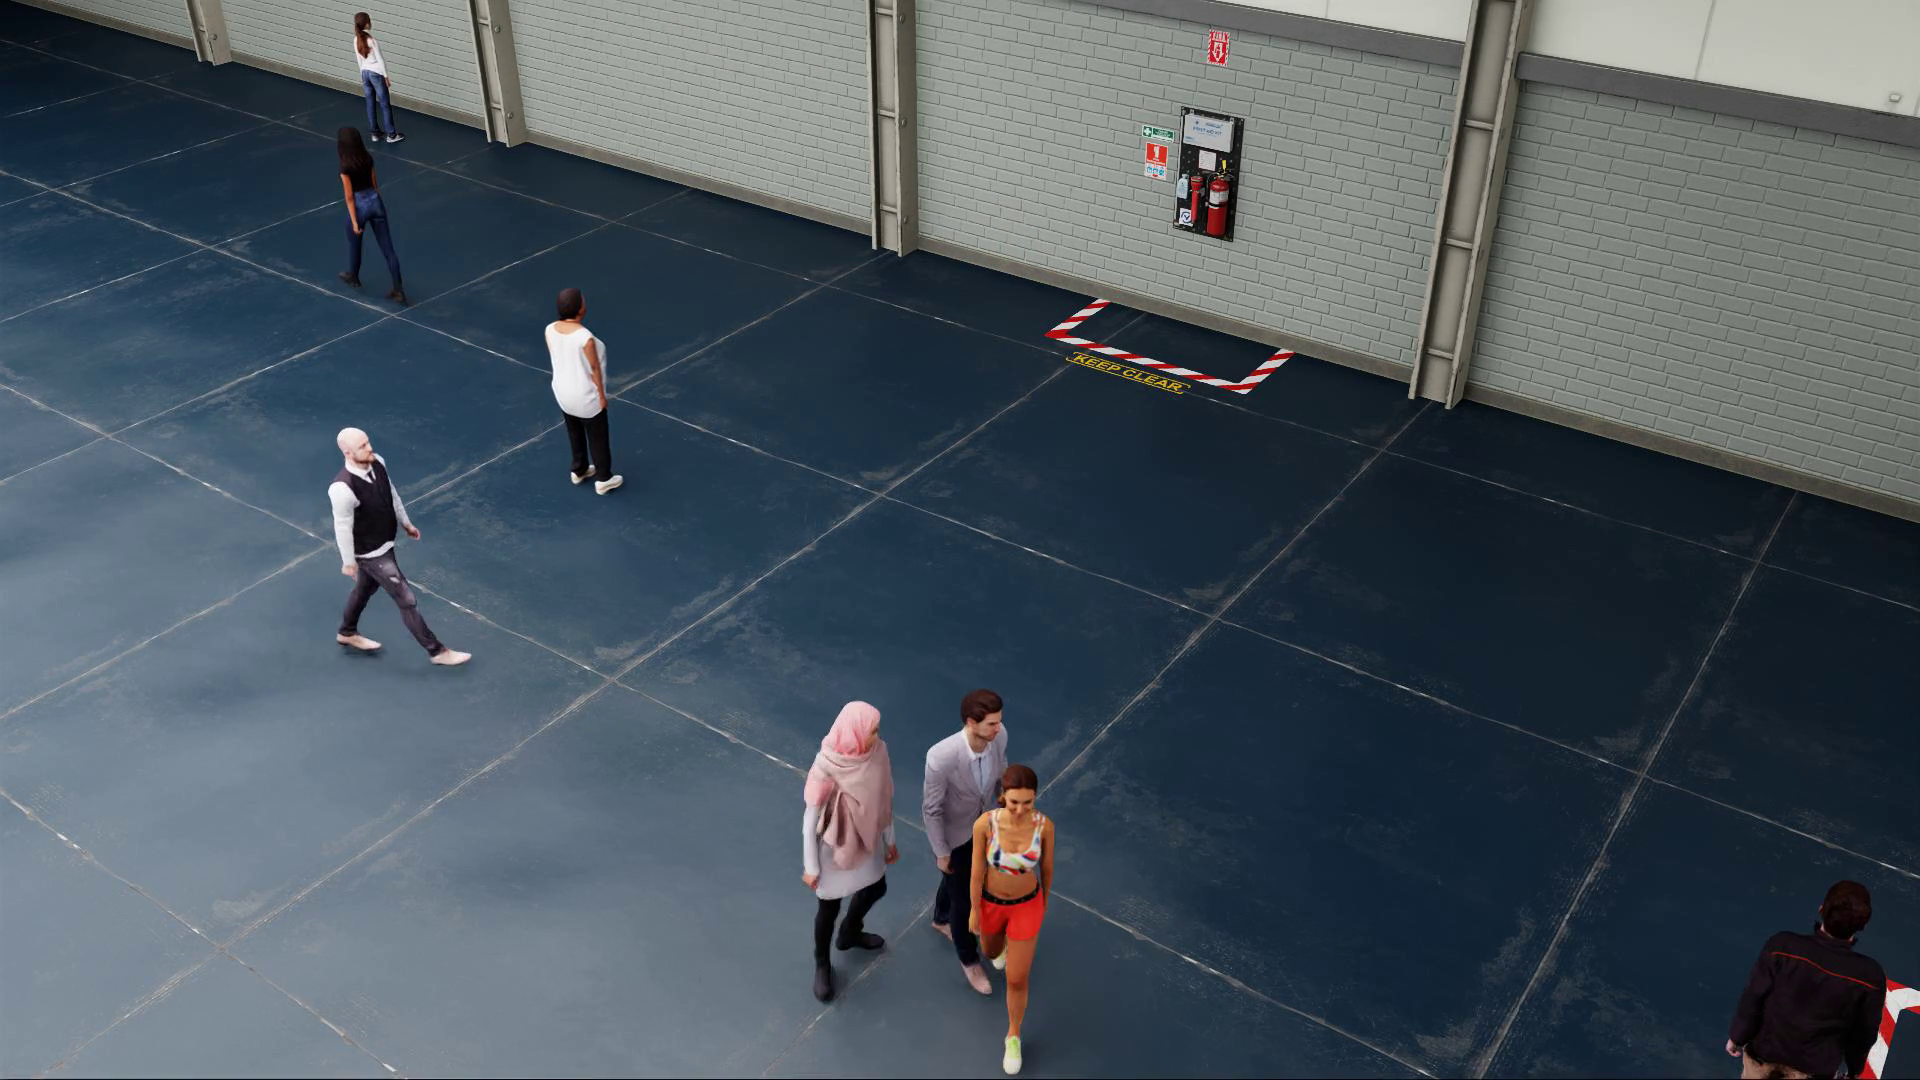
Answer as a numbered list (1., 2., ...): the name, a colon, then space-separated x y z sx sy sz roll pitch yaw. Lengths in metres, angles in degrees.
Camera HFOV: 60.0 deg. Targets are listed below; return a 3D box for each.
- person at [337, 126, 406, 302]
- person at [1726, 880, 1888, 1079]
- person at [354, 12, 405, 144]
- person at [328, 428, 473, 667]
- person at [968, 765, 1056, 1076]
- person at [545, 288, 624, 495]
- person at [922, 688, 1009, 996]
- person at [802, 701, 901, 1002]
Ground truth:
1. person: -5.674 -3.111 16.100 1.084 1.695 0.586 22 38 31
2. person: 3.641 2.314 7.319 1.142 1.889 0.774 20 37 28
3. person: -7.136 -5.627 20.217 0.543 1.558 0.653 10 34 15
4. person: -3.937 0.063 10.996 1.344 1.771 1.111 3 32 5
5. person: 0.237 1.768 8.300 1.071 1.765 0.983 2 32 3
6. person: -2.961 -1.182 13.051 0.534 1.685 0.701 21 38 30
7. person: -0.055 1.466 8.731 0.830 1.816 0.955 -23 39 -32
8. person: -0.587 1.579 8.585 0.768 1.781 0.713 -14 35 -21
